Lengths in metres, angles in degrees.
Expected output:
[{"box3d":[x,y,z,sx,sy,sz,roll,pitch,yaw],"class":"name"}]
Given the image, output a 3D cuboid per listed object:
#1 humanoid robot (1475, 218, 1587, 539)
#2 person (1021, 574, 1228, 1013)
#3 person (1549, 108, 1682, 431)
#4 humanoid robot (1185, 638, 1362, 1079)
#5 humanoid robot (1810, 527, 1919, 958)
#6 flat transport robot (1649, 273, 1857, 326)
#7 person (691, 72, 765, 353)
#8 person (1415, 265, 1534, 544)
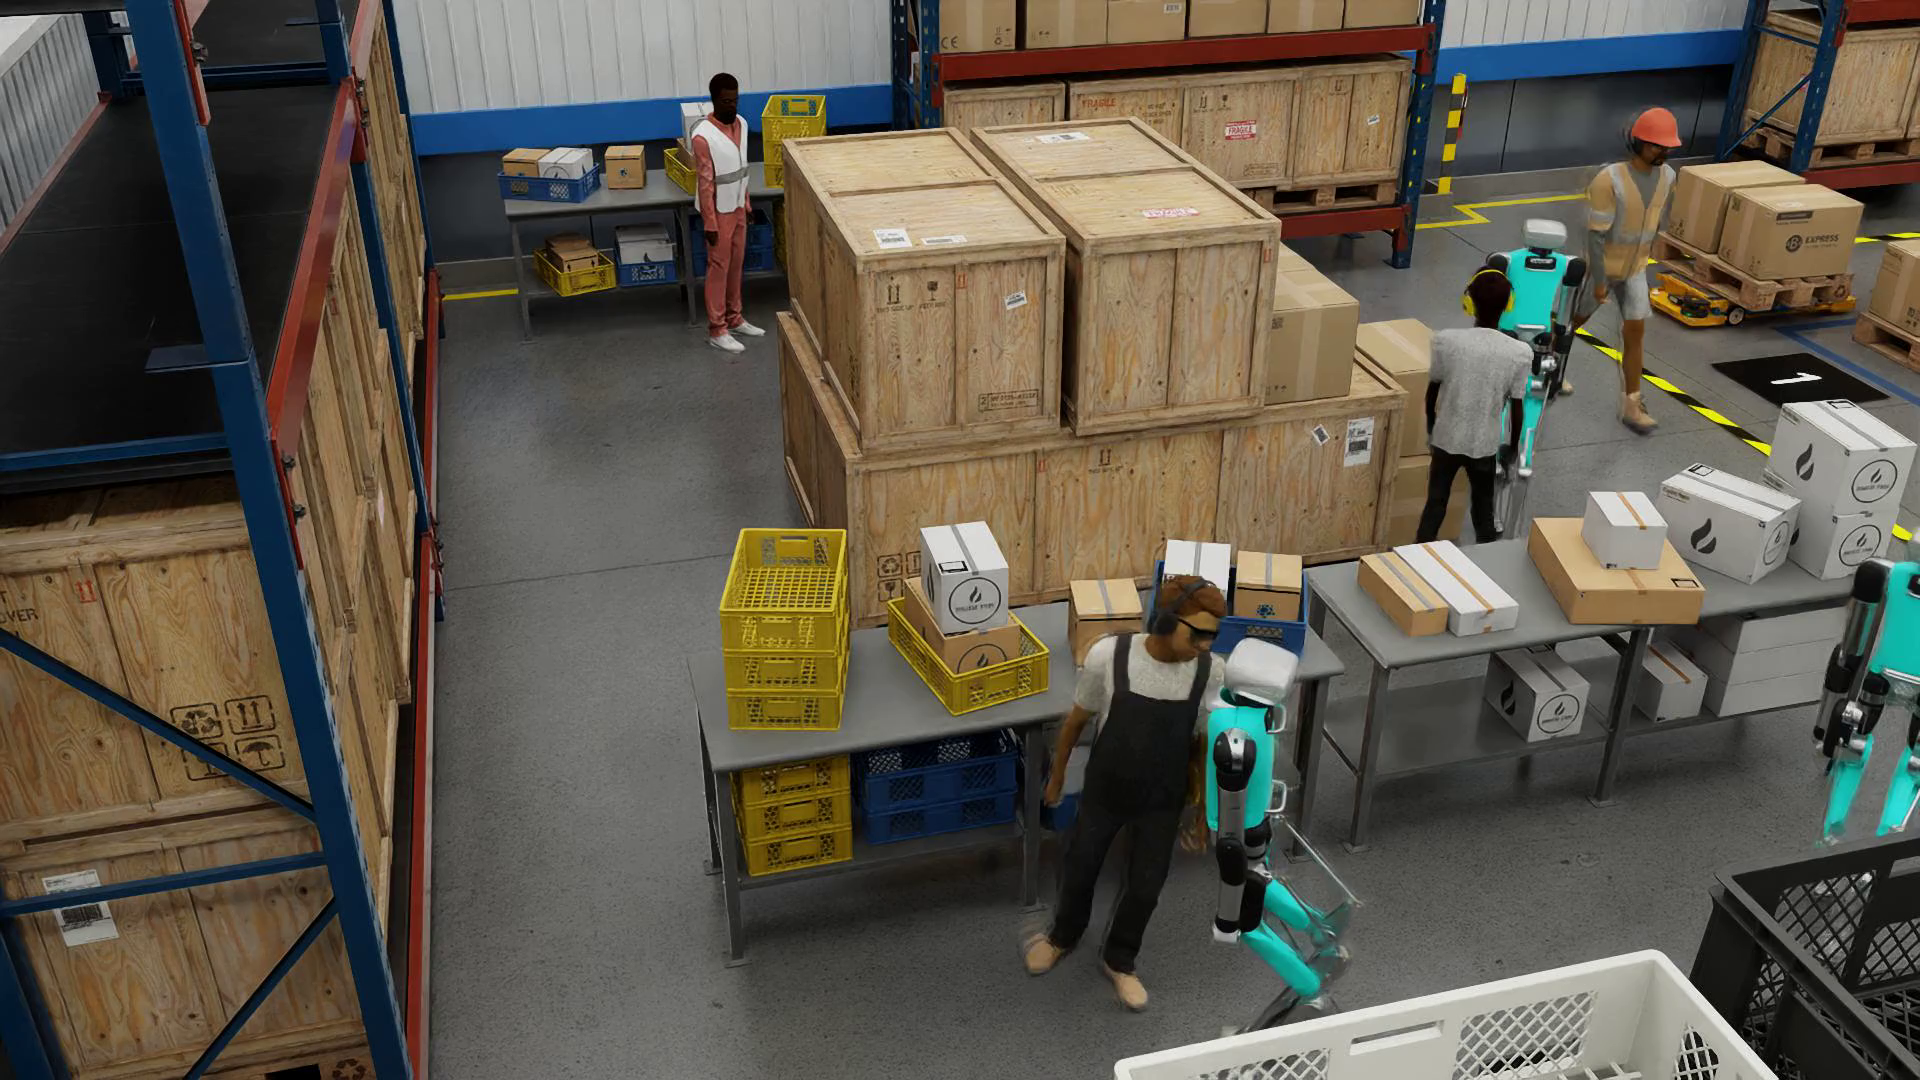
[{"box3d":[3.075,-0.740,9.069,0.544,1.908,0.725,1,29,2],"class":"humanoid robot"},{"box3d":[0.592,0.897,5.914,0.671,1.787,0.377,2,29,4],"class":"person"},{"box3d":[4.155,-1.737,10.487,0.607,1.992,1.059,-8,30,-13],"class":"person"},{"box3d":[1.104,1.124,5.499,0.675,1.751,0.547,7,30,12],"class":"humanoid robot"},{"box3d":[3.374,0.811,6.104,0.540,1.723,0.997,21,35,33],"class":"humanoid robot"},{"box3d":[5.903,-1.866,12.475,1.431,0.197,0.652,-7,30,-13],"class":"flat transport robot"},{"box3d":[-1.628,-2.280,11.548,0.395,1.917,0.588,11,31,19],"class":"person"},{"box3d":[2.541,-0.475,8.337,0.503,1.860,0.380,9,30,16],"class":"person"}]
